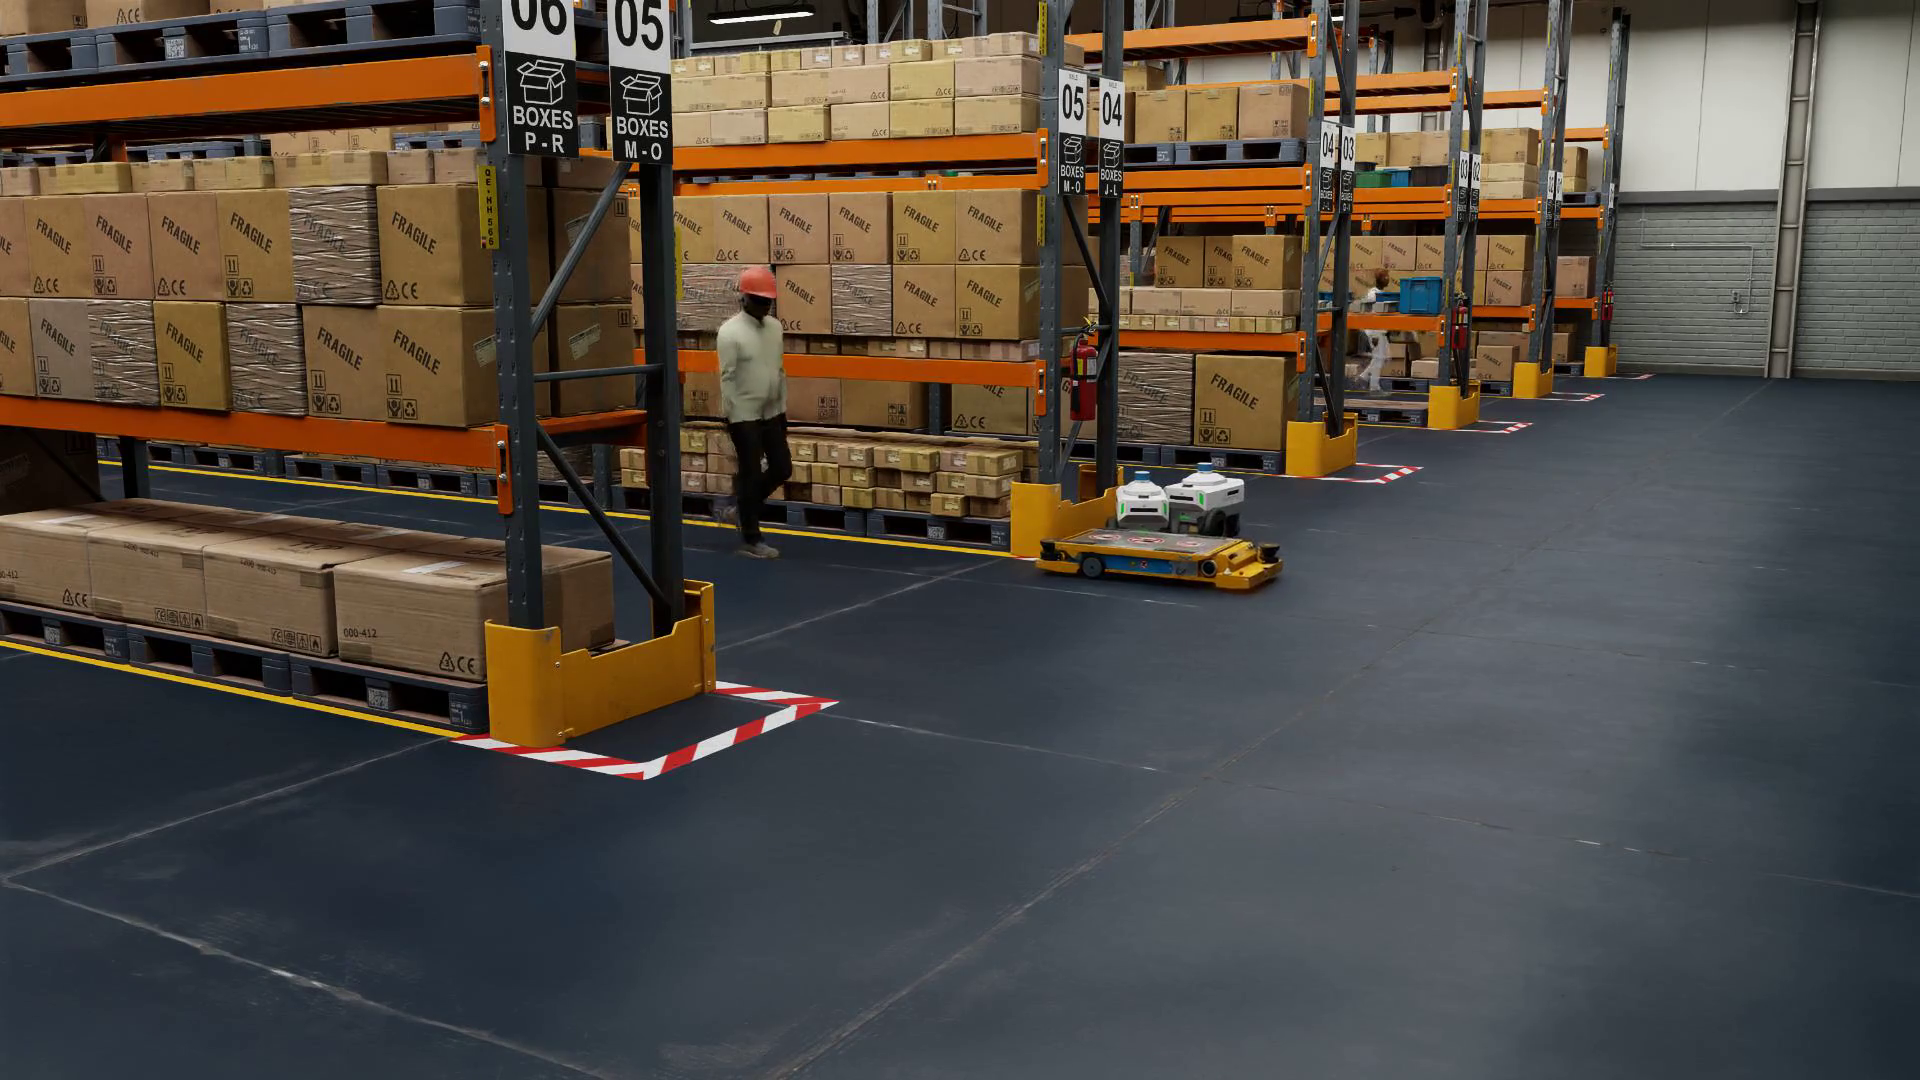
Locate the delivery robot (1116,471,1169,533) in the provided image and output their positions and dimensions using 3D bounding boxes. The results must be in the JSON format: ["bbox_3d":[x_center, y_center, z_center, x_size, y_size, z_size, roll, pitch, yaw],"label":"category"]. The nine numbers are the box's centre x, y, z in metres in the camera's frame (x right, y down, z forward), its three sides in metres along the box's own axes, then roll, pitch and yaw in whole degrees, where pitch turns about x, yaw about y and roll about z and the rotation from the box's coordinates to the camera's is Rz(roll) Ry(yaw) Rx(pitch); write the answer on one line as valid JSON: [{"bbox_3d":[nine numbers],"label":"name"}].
[{"bbox_3d":[1.245,-0.229,11.393,0.477,0.478,0.707,1,10,4],"label":"delivery robot"}]

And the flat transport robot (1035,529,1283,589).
[{"bbox_3d":[1.261,0.101,10.565,1.431,0.197,0.652,5,11,28],"label":"flat transport robot"}]

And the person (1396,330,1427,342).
[{"bbox_3d":[7.304,-3.441,26.525,0.902,1.900,0.575,7,12,37],"label":"person"}]

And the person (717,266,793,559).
[{"bbox_3d":[-1.383,-0.845,11.147,0.557,1.966,0.637,7,12,35],"label":"person"}]

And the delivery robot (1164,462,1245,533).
[{"bbox_3d":[1.746,-0.311,11.874,0.477,0.478,0.707,7,12,35],"label":"delivery robot"}]

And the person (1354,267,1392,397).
[{"bbox_3d":[6.018,-2.996,24.024,0.461,1.866,0.596,5,11,26],"label":"person"}]
